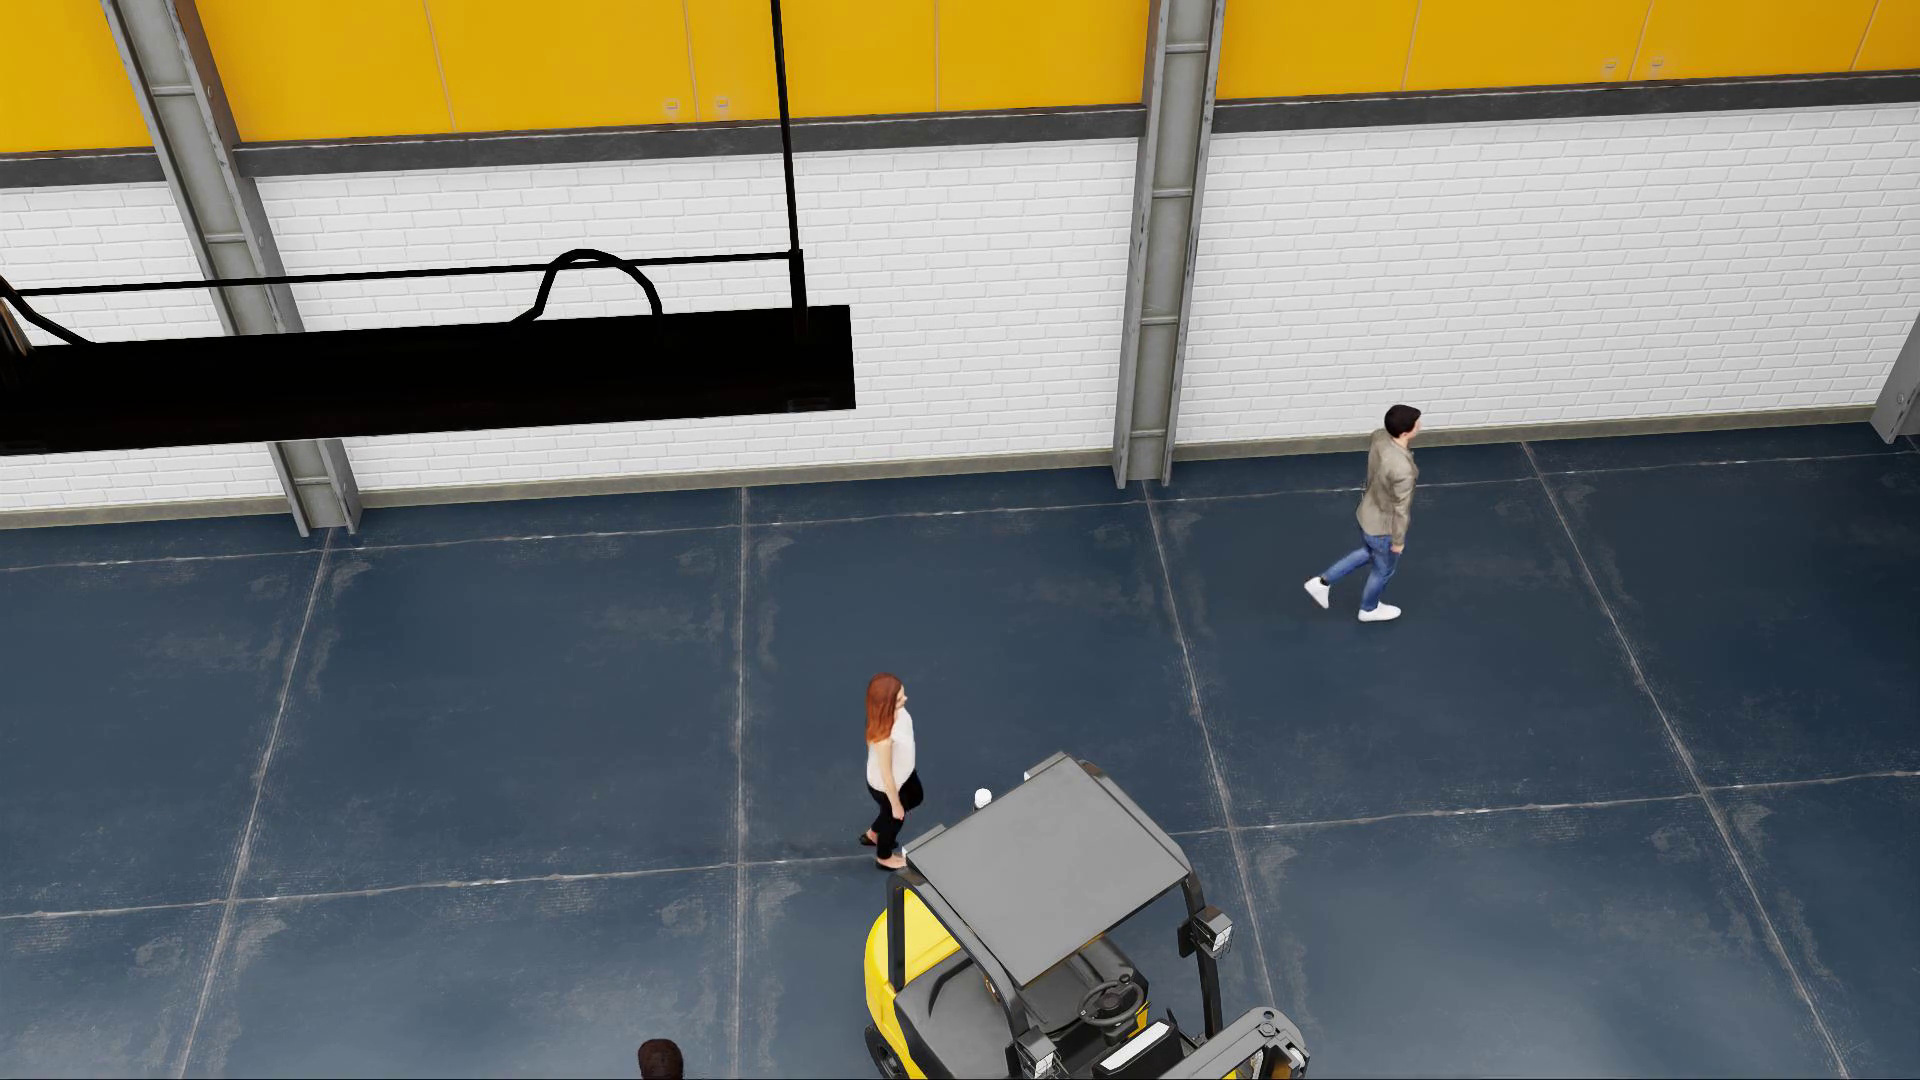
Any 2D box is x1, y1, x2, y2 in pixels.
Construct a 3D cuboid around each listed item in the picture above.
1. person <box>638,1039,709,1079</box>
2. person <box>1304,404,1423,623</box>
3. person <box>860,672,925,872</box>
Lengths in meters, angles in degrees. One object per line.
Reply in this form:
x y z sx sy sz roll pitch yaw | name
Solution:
-1.310 2.918 7.755 0.741 1.719 0.844 -25 49 -24 | person
2.677 -0.128 10.858 0.905 1.849 0.699 -4 44 -4 | person
-0.476 1.334 9.426 0.643 1.709 0.631 1 44 2 | person
